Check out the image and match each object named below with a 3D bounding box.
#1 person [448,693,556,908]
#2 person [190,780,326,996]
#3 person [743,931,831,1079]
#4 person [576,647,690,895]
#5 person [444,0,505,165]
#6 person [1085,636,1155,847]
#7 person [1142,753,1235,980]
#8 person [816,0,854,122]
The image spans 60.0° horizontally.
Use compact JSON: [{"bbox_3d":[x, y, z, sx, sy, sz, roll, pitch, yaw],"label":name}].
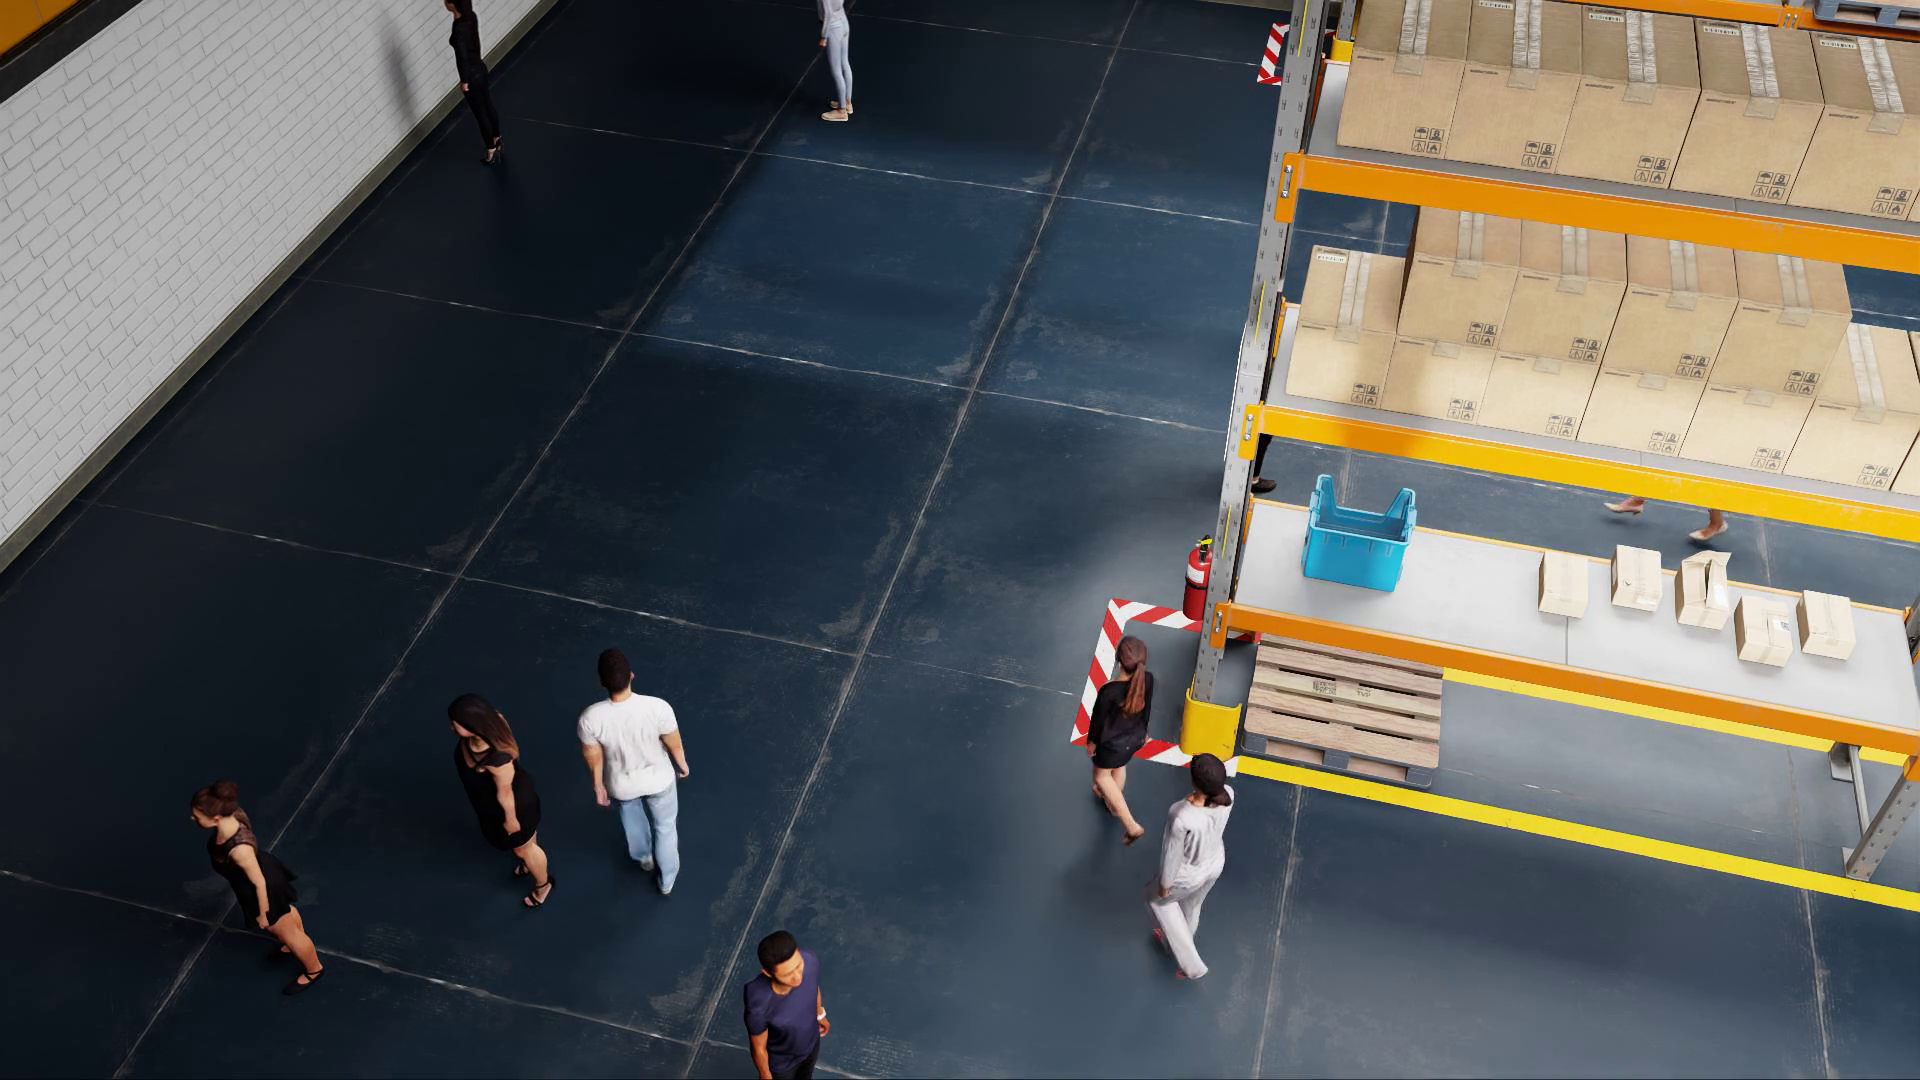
[{"bbox_3d":[-2.542,1.442,9.337,0.798,1.713,0.751,-18,47,-18],"label":"person"},{"bbox_3d":[-3.770,1.853,8.933,0.741,1.675,0.675,-24,49,-23],"label":"person"},{"bbox_3d":[-0.850,2.462,8.207,0.660,1.793,0.705,27,50,25],"label":"person"},{"bbox_3d":[-1.809,1.379,9.311,0.747,1.840,0.857,-3,44,-3],"label":"person"},{"bbox_3d":[-4.488,-4.284,15.348,0.520,1.711,0.597,5,44,5],"label":"person"},{"bbox_3d":[0.972,1.195,9.720,0.845,1.542,0.904,-22,48,-21],"label":"person"},{"bbox_3d":[1.299,1.800,8.927,0.788,1.760,0.852,-26,49,-24],"label":"person"},{"bbox_3d":[-1.196,-4.863,15.895,0.521,1.796,0.602,14,45,14],"label":"person"}]
